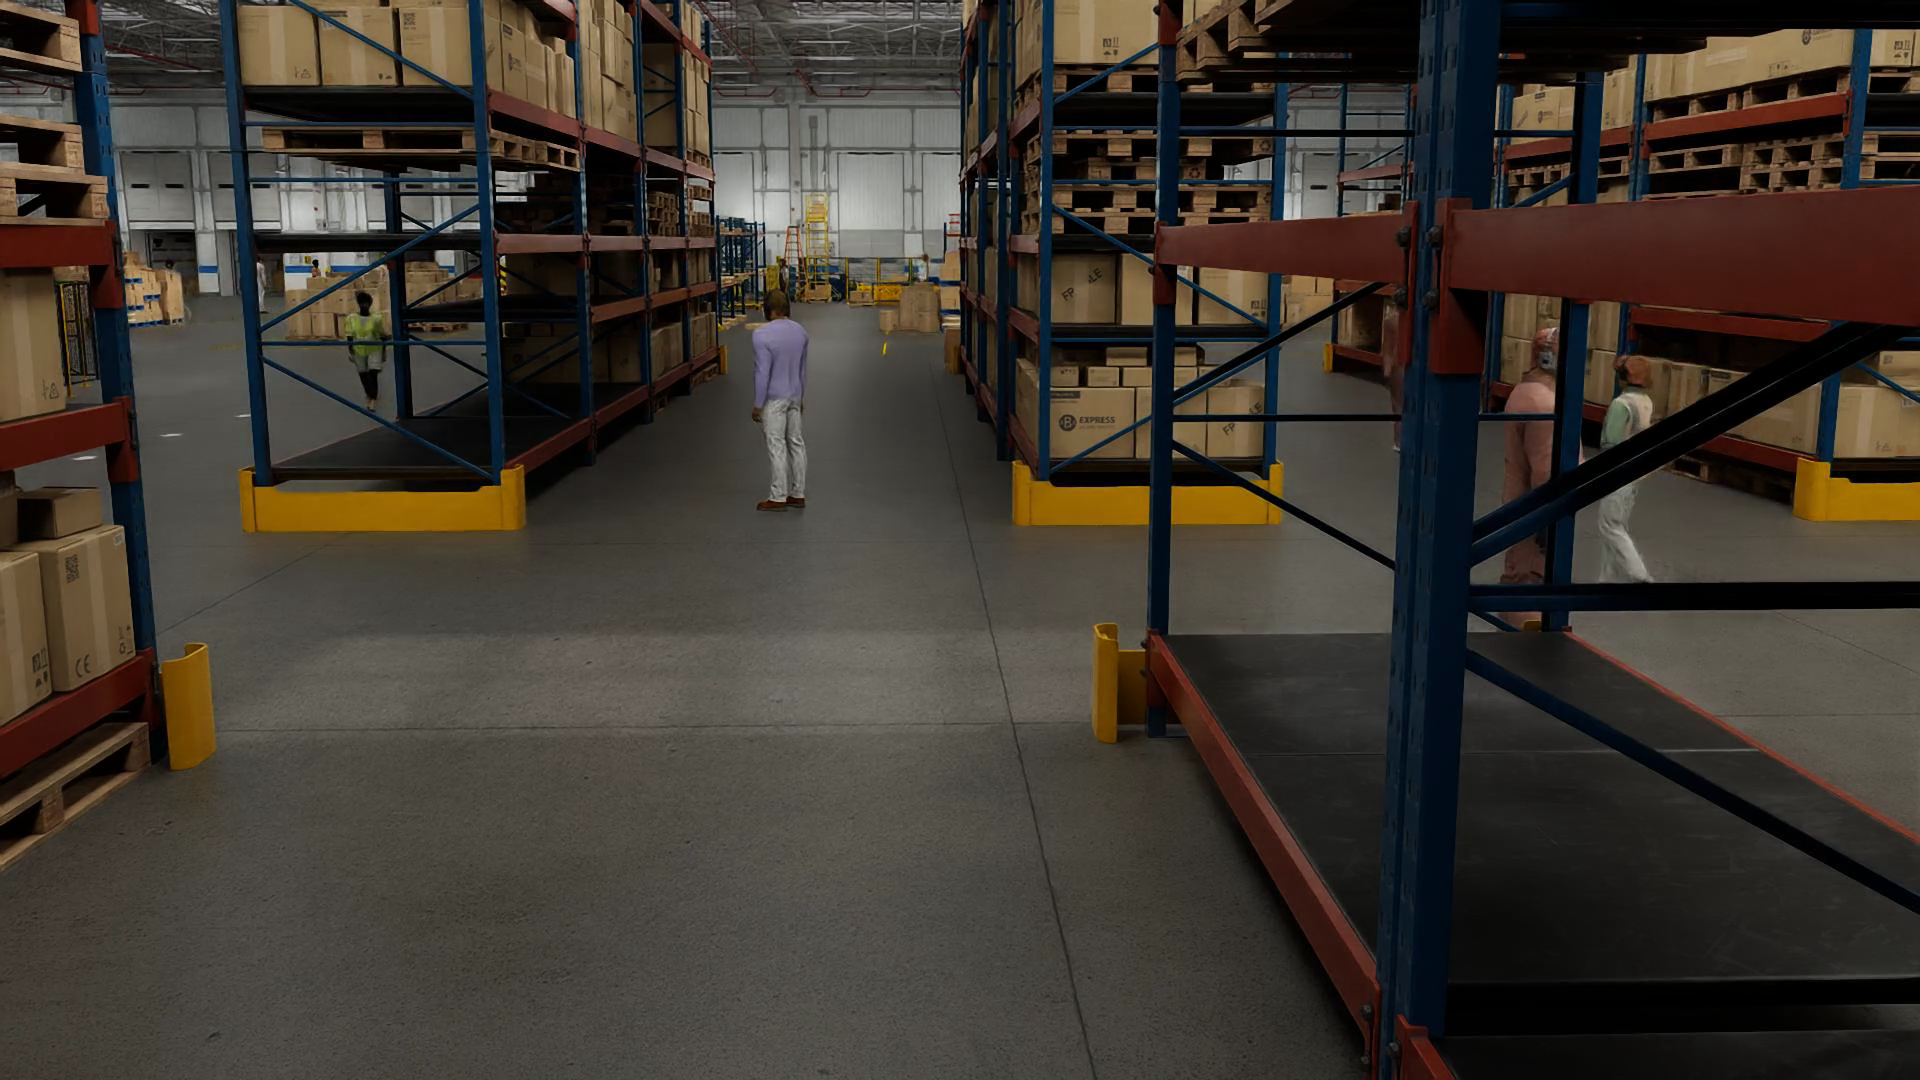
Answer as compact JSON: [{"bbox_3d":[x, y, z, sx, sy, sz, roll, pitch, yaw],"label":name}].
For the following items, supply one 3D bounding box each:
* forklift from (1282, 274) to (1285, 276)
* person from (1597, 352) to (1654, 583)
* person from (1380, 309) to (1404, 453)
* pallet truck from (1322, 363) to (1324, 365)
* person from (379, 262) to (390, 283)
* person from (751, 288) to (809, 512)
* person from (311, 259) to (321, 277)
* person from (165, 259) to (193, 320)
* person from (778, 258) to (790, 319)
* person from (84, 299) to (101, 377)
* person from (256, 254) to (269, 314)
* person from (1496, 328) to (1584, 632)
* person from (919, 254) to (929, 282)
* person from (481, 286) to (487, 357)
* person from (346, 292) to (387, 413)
[{"bbox_3d":[12.240,-10.302,62.509,1.129,2.768,1.873,0,10,-2],"label":"forklift"},{"bbox_3d":[4.364,-0.403,10.918,0.441,1.652,0.543,8,13,37],"label":"person"},{"bbox_3d":[4.977,-1.885,18.376,0.655,1.891,0.536,1,10,5],"label":"person"},{"bbox_3d":[7.712,-4.157,30.737,1.885,1.965,0.823,3,11,16],"label":"pallet truck"},{"bbox_3d":[-20.765,-9.399,60.270,0.603,1.885,0.977,-9,13,-40],"label":"person"},{"bbox_3d":[-1.575,-1.210,14.485,0.379,1.940,0.629,8,13,37],"label":"person"},{"bbox_3d":[-23.555,-9.417,60.880,0.318,1.697,0.534,-1,10,-7],"label":"person"},{"bbox_3d":[-22.921,-7.289,48.635,0.755,1.843,0.504,0,10,2],"label":"person"},{"bbox_3d":[-5.322,-7.599,50.338,0.336,1.844,0.508,-4,11,-21],"label":"person"},{"bbox_3d":[-14.687,-3.596,28.516,0.657,1.671,0.530,8,13,36],"label":"person"},{"bbox_3d":[-22.847,-8.327,54.149,0.634,1.934,0.366,4,11,22],"label":"person"},{"bbox_3d":[3.031,-0.148,8.671,0.399,1.904,0.644,2,10,9],"label":"person"},{"bbox_3d":[-1.351,-10.261,65.120,0.767,1.851,0.626,-2,10,-11],"label":"person"},{"bbox_3d":[-9.543,-4.691,33.800,0.368,1.966,0.602,-8,13,-36],"label":"person"},{"bbox_3d":[-8.224,-2.621,23.112,0.520,1.661,0.846,-2,10,-9],"label":"person"}]
